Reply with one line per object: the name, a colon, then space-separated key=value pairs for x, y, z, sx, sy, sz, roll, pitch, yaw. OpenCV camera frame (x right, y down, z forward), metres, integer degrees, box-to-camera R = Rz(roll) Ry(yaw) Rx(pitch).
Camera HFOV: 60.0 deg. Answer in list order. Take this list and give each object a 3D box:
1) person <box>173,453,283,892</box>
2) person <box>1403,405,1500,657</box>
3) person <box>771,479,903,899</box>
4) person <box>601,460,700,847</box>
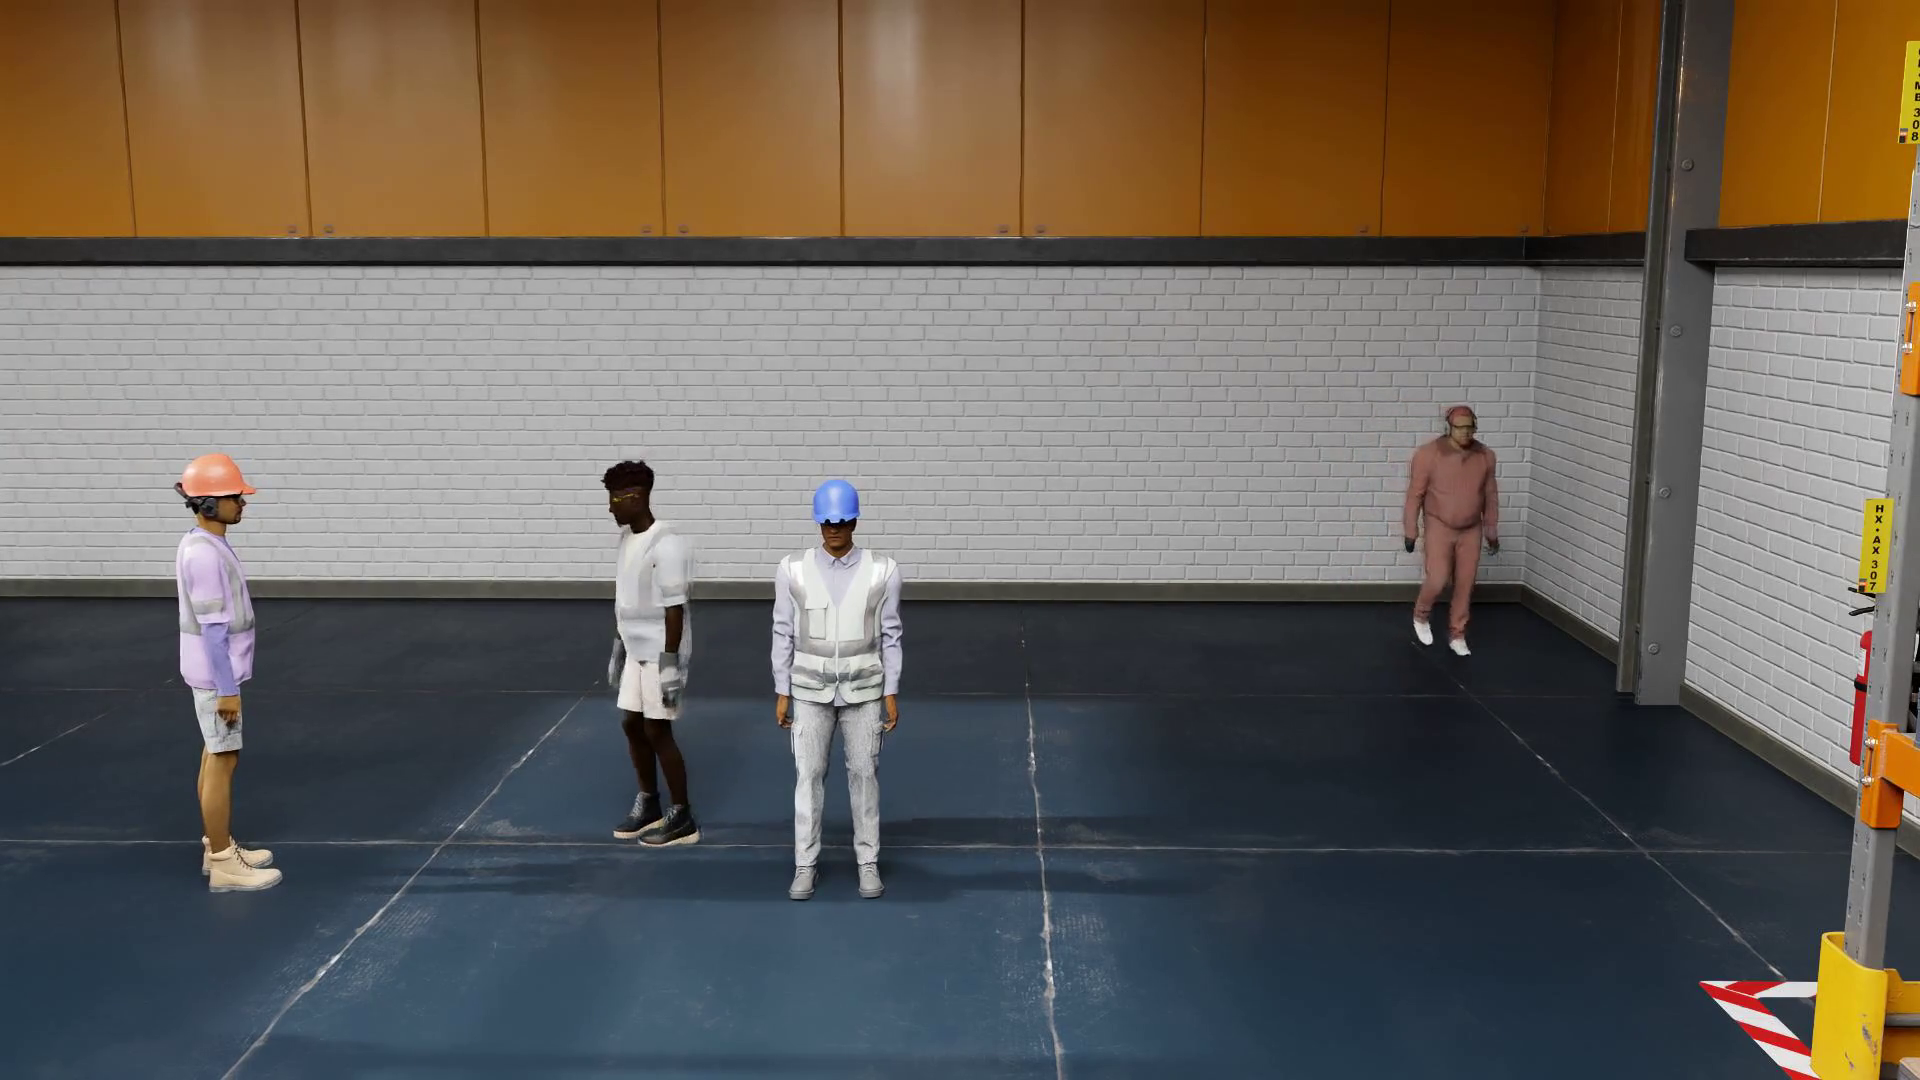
person: x=-3.439 y=0.614 z=7.785 sx=0.379 sy=2.045 sz=0.605 roll=-5 pitch=11 yaw=-26
person: x=3.657 y=-0.076 z=12.386 sx=0.689 sy=1.885 sz=0.468 roll=-2 pitch=10 yaw=-9
person: x=-0.563 y=0.684 z=7.654 sx=0.605 sy=1.948 sz=0.384 roll=-1 pitch=9 yaw=-3
person: x=-1.573 y=0.570 z=8.417 sx=0.419 sy=1.932 sz=0.637 roll=-7 pitch=12 yaw=-35
